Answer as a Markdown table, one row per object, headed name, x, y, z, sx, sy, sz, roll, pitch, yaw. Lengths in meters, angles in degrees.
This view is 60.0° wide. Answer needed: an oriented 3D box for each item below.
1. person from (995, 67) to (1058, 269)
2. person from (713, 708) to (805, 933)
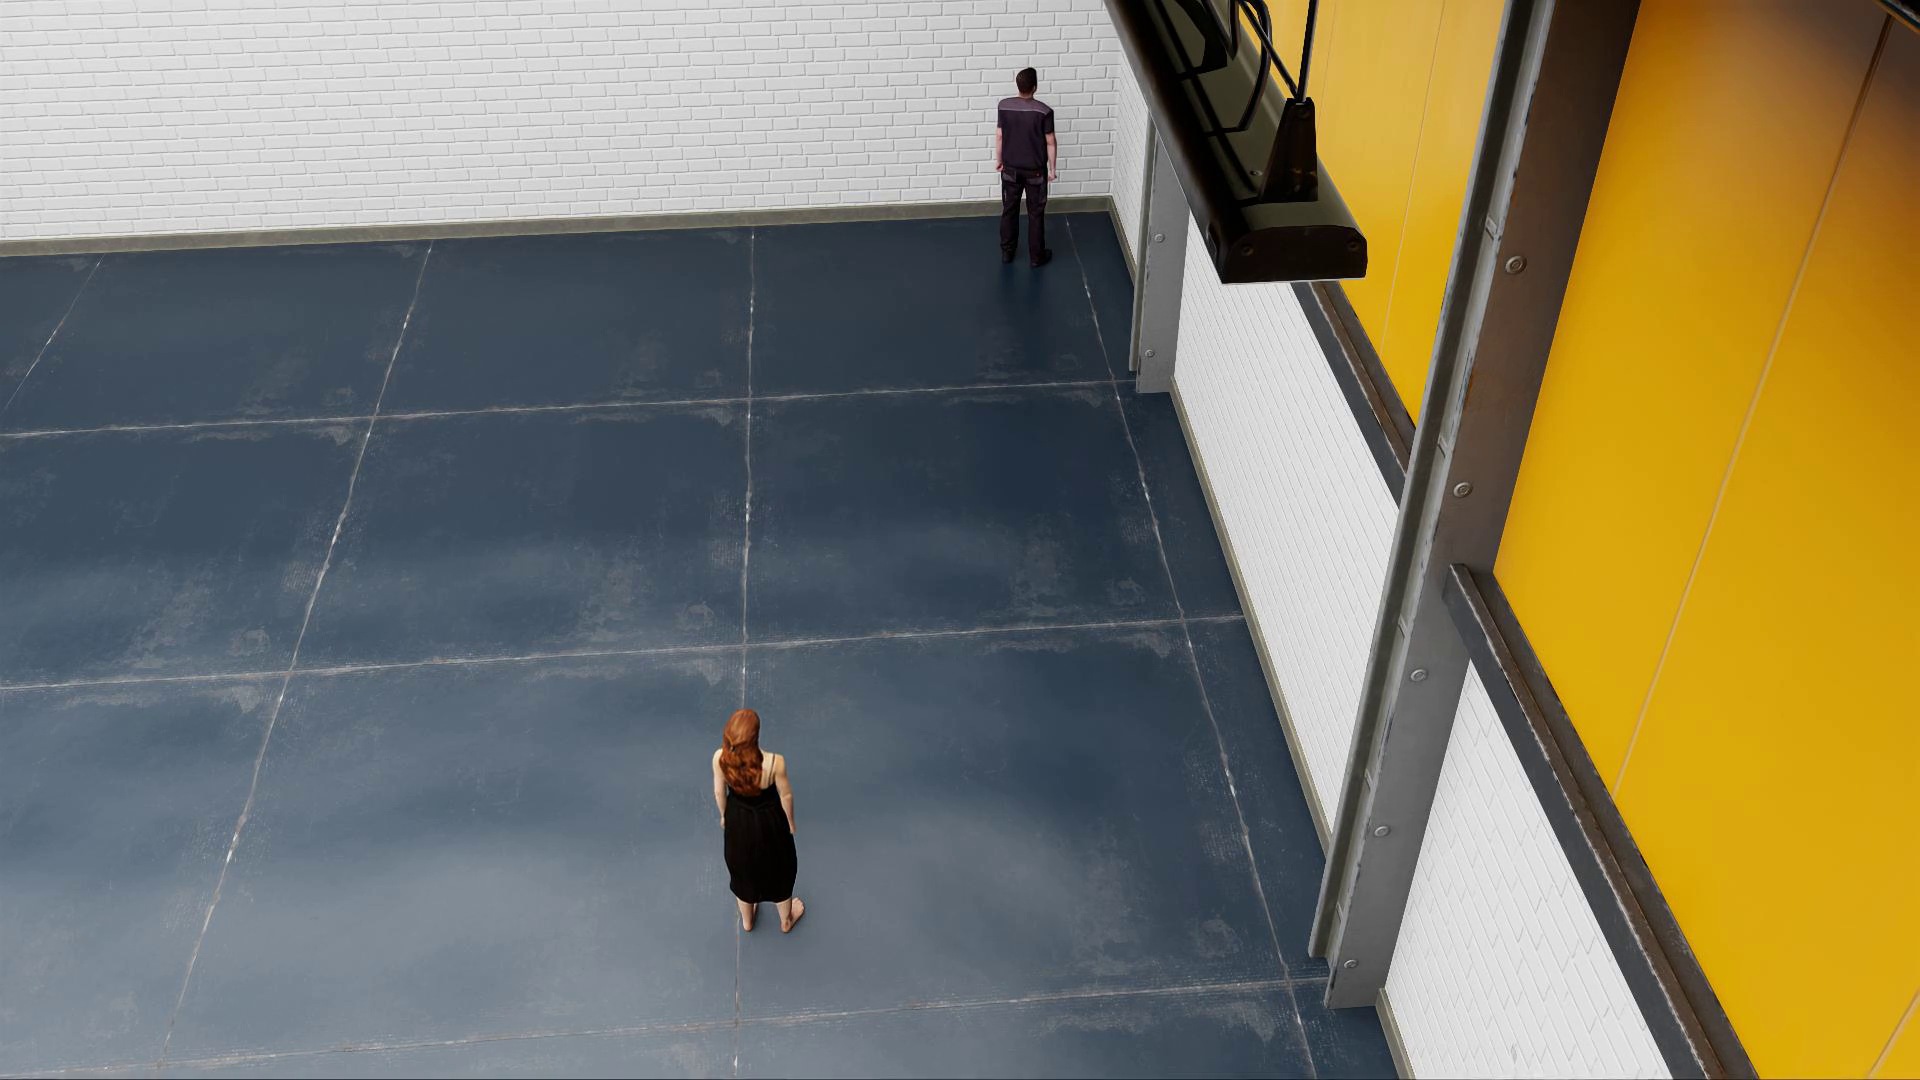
| name | x | y | z | sx | sy | sz | roll | pitch | yaw |
| --- | --- | --- | --- | --- | --- | --- | --- | --- | --- |
| person | 0.577 | -3.312 | 14.783 | 0.808 | 1.846 | 0.765 | 13 | 40 | 16 |
| person | -1.099 | 1.515 | 8.917 | 0.612 | 1.624 | 0.621 | 4 | 39 | 5 |
